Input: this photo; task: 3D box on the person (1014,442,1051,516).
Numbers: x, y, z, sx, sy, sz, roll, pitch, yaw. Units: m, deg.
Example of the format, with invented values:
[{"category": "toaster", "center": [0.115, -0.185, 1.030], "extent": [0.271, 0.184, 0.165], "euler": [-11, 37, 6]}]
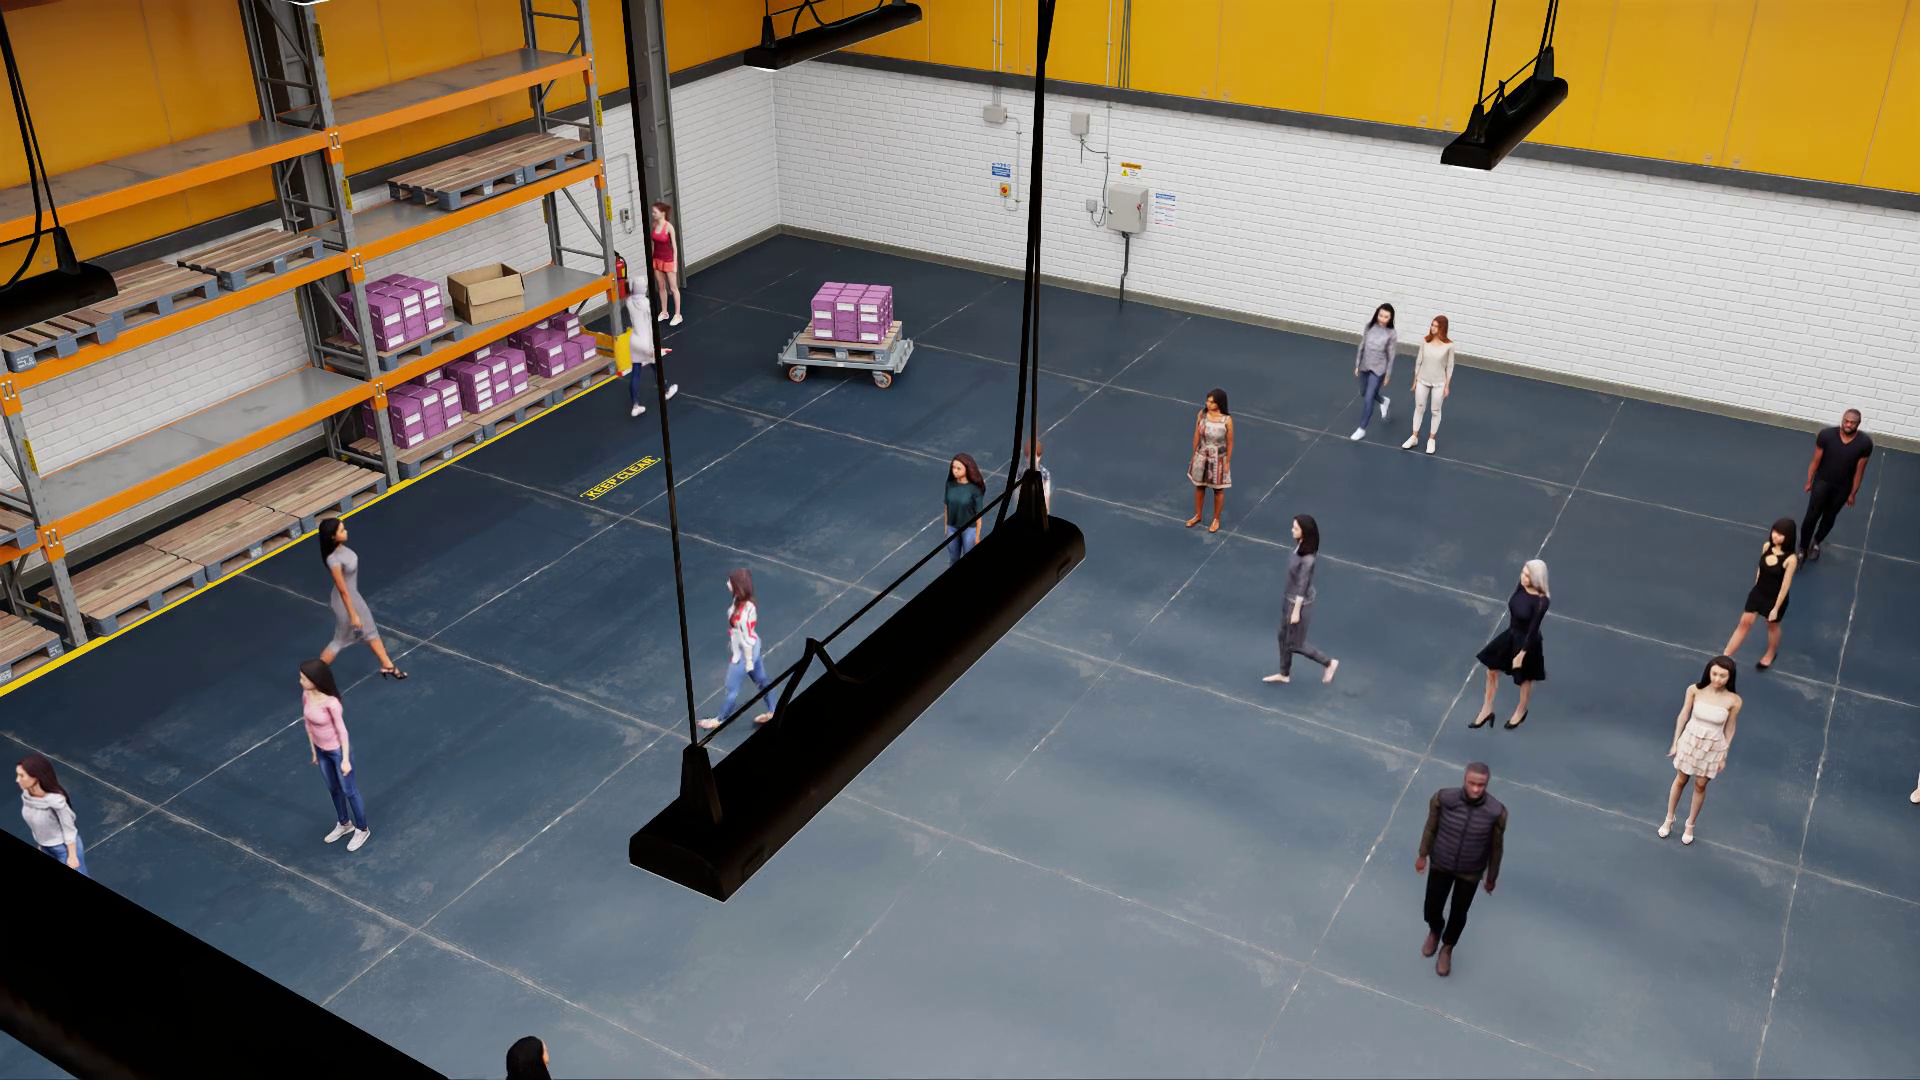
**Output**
[{"category": "person", "center": [0.740, -0.378, 17.152], "extent": [0.671, 1.430, 0.786], "euler": [3, 29, 5]}]

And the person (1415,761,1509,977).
[{"category": "person", "center": [3.560, 2.281, 11.868], "extent": [0.769, 1.822, 0.728], "euler": [11, 31, 19]}]

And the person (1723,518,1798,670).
[{"category": "person", "center": [7.503, 0.538, 15.285], "extent": [1.113, 1.609, 0.972], "euler": [-12, 31, -21]}]

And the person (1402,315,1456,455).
[{"category": "person", "center": [5.562, -1.863, 19.584], "extent": [0.583, 1.708, 0.544], "euler": [17, 33, 28]}]

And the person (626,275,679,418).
[{"category": "person", "center": [-3.950, -2.354, 20.449], "extent": [0.690, 1.740, 1.081], "euler": [12, 31, 21]}]

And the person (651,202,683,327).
[{"category": "person", "center": [-4.119, -3.880, 23.239], "extent": [0.559, 1.749, 0.519], "euler": [17, 33, 28]}]

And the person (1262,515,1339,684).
[{"category": "person", "center": [3.151, 0.589, 15.052], "extent": [0.896, 1.744, 0.935], "euler": [3, 29, 5]}]

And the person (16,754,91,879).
[{"category": "person", "center": [-6.568, 2.230, 12.161], "extent": [0.597, 1.632, 0.499], "euler": [17, 33, 28]}]

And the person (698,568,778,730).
[{"category": "person", "center": [-1.781, 0.965, 14.529], "extent": [0.994, 1.584, 1.000], "euler": [-3, 29, -5]}]

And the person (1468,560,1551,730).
[{"category": "person", "center": [4.945, 0.924, 14.449], "extent": [0.906, 1.732, 0.845], "euler": [-8, 30, -14]}]

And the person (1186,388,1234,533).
[{"category": "person", "center": [2.711, -0.883, 17.855], "extent": [0.651, 1.643, 0.521], "euler": [17, 33, 28]}]

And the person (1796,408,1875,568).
[{"category": "person", "center": [8.999, -0.571, 17.139], "extent": [0.678, 1.781, 0.848], "euler": [14, 31, 23]}]

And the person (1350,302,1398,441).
[{"category": "person", "center": [5.014, -2.064, 19.952], "extent": [1.091, 1.708, 0.819], "euler": [-24, 37, -37]}]

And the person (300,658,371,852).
[{"category": "person", "center": [-4.935, 1.659, 13.092], "extent": [0.560, 1.741, 0.496], "euler": [17, 33, 28]}]

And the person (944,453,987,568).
[{"category": "person", "center": [0.033, -0.125, 16.493], "extent": [0.587, 1.616, 0.575], "euler": [17, 33, 28]}]

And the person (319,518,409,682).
[{"category": "person", "center": [-5.620, 0.635, 14.972], "extent": [1.138, 1.739, 1.083], "euler": [-7, 29, -12]}]

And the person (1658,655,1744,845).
[{"category": "person", "center": [5.849, 1.649, 13.117], "extent": [0.563, 1.735, 0.524], "euler": [17, 33, 28]}]
